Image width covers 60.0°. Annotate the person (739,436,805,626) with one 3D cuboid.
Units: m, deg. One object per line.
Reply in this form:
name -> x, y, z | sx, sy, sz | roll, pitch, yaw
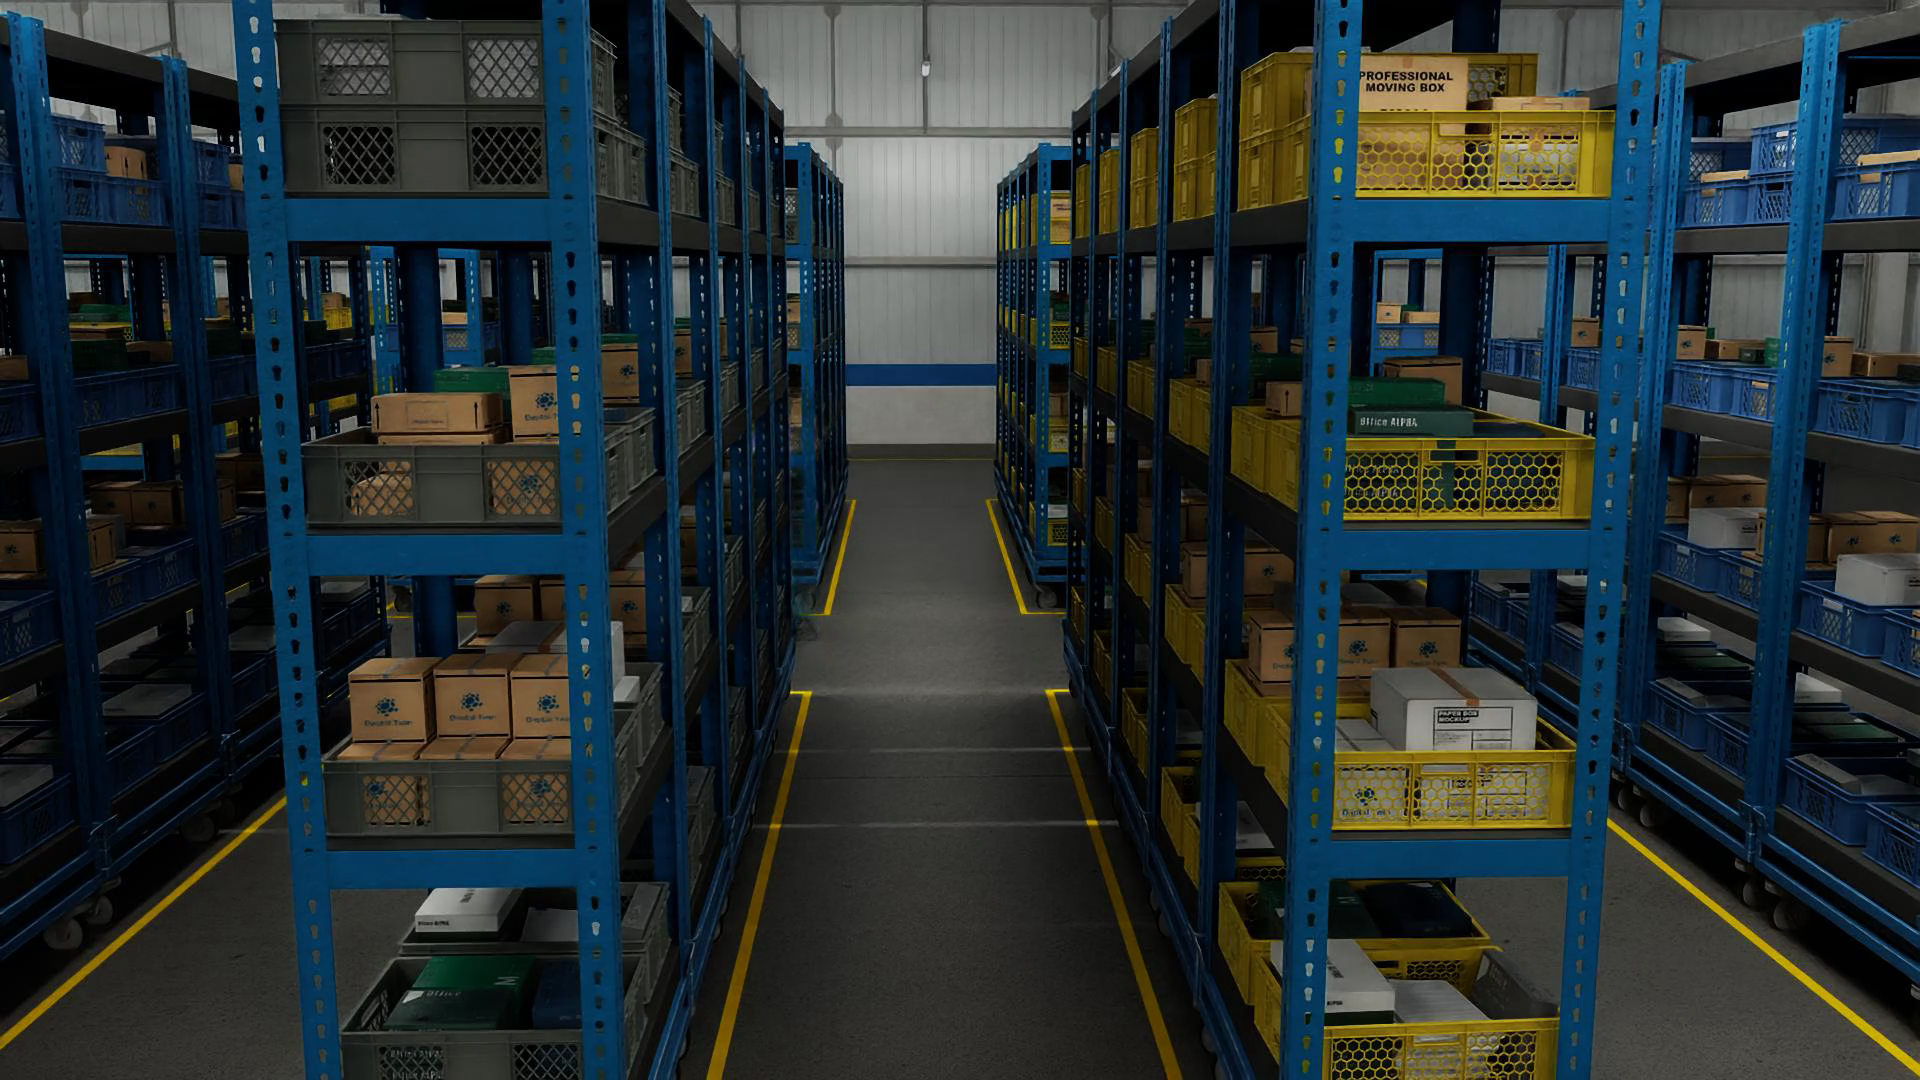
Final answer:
person -> -1.585, -0.147, 11.810 | 0.920, 1.810, 0.581 | 1, 9, 7
